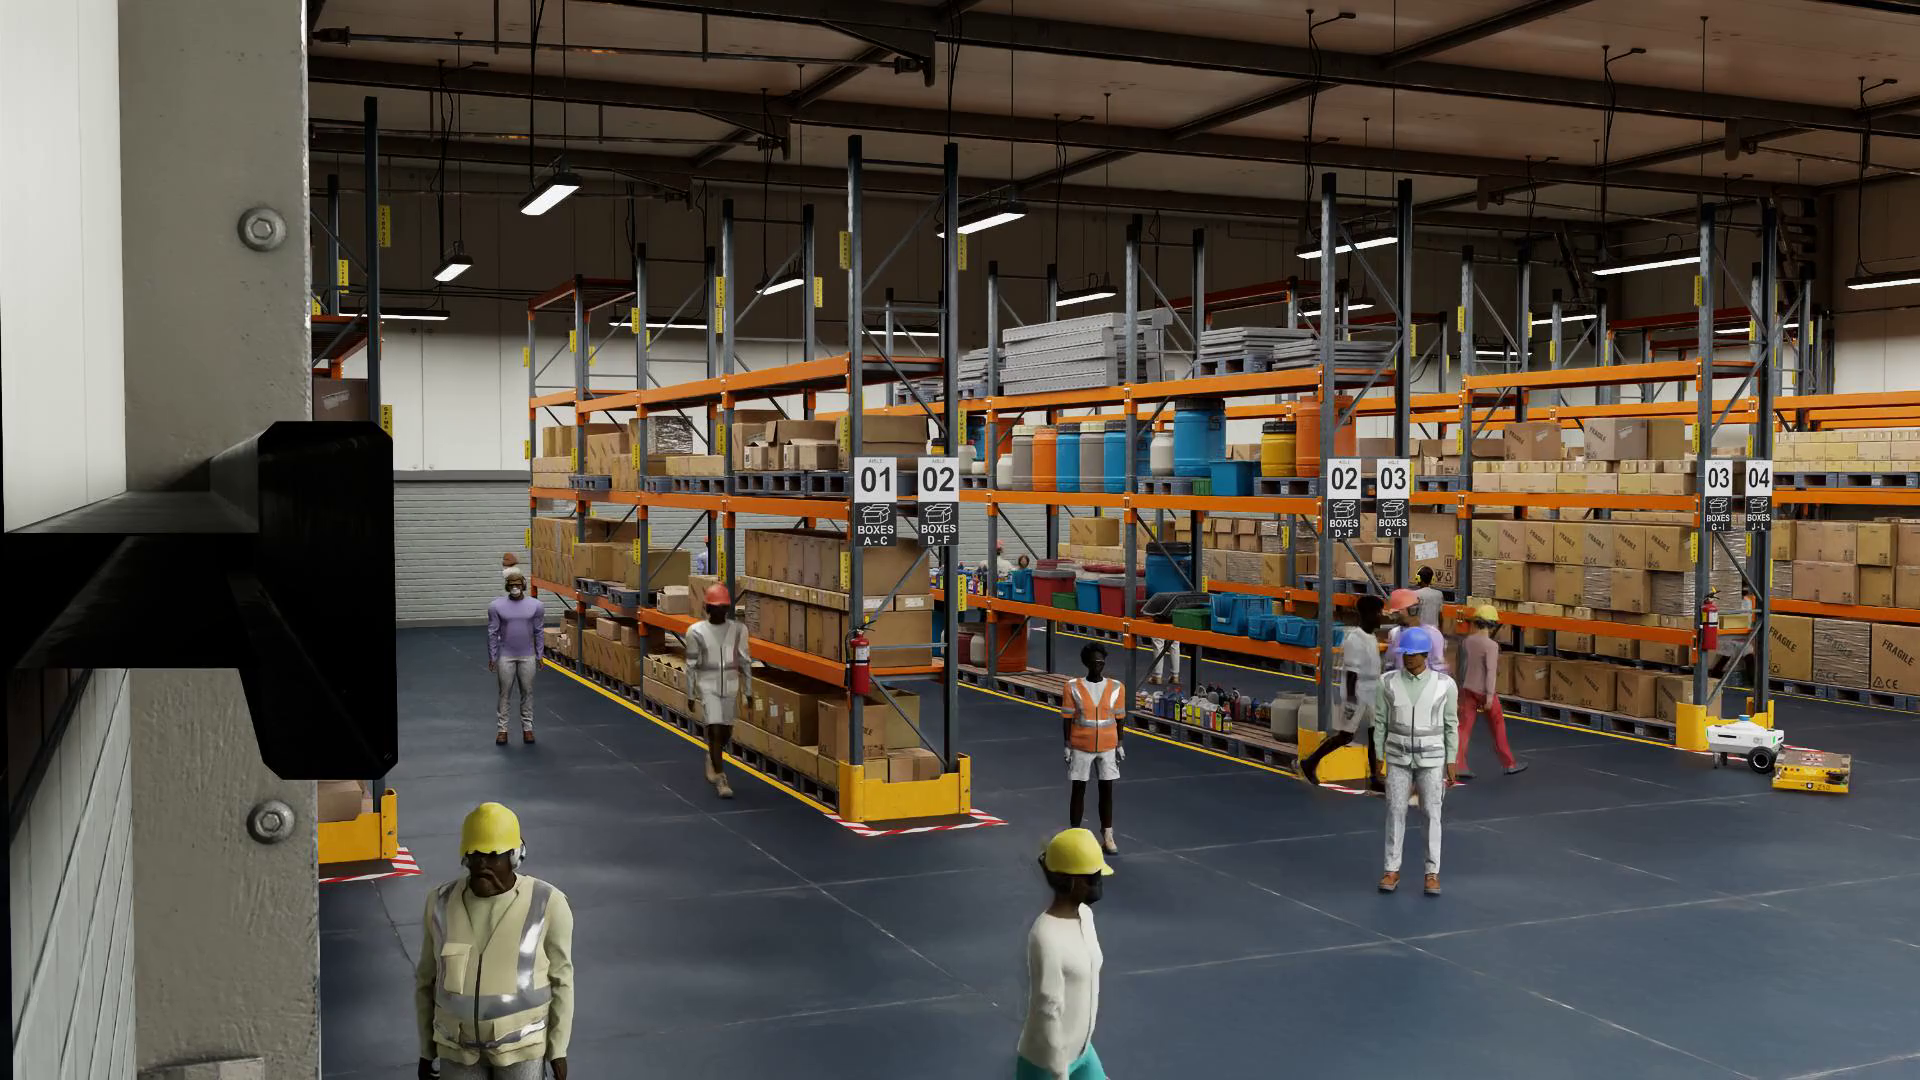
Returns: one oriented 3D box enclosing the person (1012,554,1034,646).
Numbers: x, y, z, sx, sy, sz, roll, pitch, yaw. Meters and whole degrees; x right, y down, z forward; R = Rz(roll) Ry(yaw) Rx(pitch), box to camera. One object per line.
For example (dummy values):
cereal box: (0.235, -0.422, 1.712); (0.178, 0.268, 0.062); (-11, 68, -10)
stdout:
person: (1.108, 1.043, 31.664); (0.524, 1.621, 0.613); (0, 2, 0)

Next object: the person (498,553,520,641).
person: (-8.071, 1.023, 32.374); (0.789, 1.604, 0.503); (1, 2, 23)

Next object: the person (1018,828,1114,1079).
person: (0.419, 1.948, 6.801); (0.932, 1.714, 0.543); (1, 2, 26)

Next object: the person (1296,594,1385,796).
person: (3.705, 1.461, 17.079); (0.919, 1.931, 0.627); (1, 3, 31)

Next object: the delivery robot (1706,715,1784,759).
delivery robot: (8.100, 2.050, 18.508); (0.707, 0.478, 0.477); (2, 3, 39)

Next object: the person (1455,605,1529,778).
person: (5.310, 1.518, 17.960); (0.876, 1.726, 0.528); (-1, 2, -24)

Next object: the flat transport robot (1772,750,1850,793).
flat transport robot: (8.409, 2.268, 17.669); (0.652, 0.197, 1.431); (1, 2, 27)

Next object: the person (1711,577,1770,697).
person: (10.606, 1.307, 24.481); (0.545, 1.653, 0.879); (-1, 3, -29)

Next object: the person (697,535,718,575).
person: (-4.553, 0.848, 32.848); (0.542, 1.931, 0.376); (-1, 2, -18)

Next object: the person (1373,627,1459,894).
person: (3.323, 1.599, 13.076); (0.607, 1.943, 0.403); (1, 2, 22)

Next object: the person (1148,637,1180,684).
person: (2.943, 1.158, 25.913); (0.619, 1.845, 0.430); (-1, 2, -18)

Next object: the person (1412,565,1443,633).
person: (5.942, 1.259, 22.914); (0.521, 1.870, 0.319); (-1, 2, -19)

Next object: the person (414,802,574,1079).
person: (-1.767, 1.897, 6.762); (0.600, 1.829, 0.404); (0, 2, 2)

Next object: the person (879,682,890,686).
person: (-0.980, 1.354, 20.805); (0.565, 1.840, 0.390); (-1, 2, -13)

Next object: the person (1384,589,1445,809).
person: (4.125, 1.448, 16.298); (0.579, 1.997, 0.682); (-2, 3, -35)

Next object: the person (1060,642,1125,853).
person: (1.075, 1.668, 14.420); (0.537, 1.700, 0.317); (0, 2, -6)

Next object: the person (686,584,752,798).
person: (-2.333, 1.411, 17.194); (0.619, 2.016, 0.944); (-1, 2, -23)

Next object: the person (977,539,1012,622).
person: (0.570, 0.959, 29.311); (0.640, 1.977, 0.432); (-1, 2, -21)

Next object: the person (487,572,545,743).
person: (-5.026, 1.325, 20.296); (0.635, 1.937, 0.352); (-1, 2, -17)
